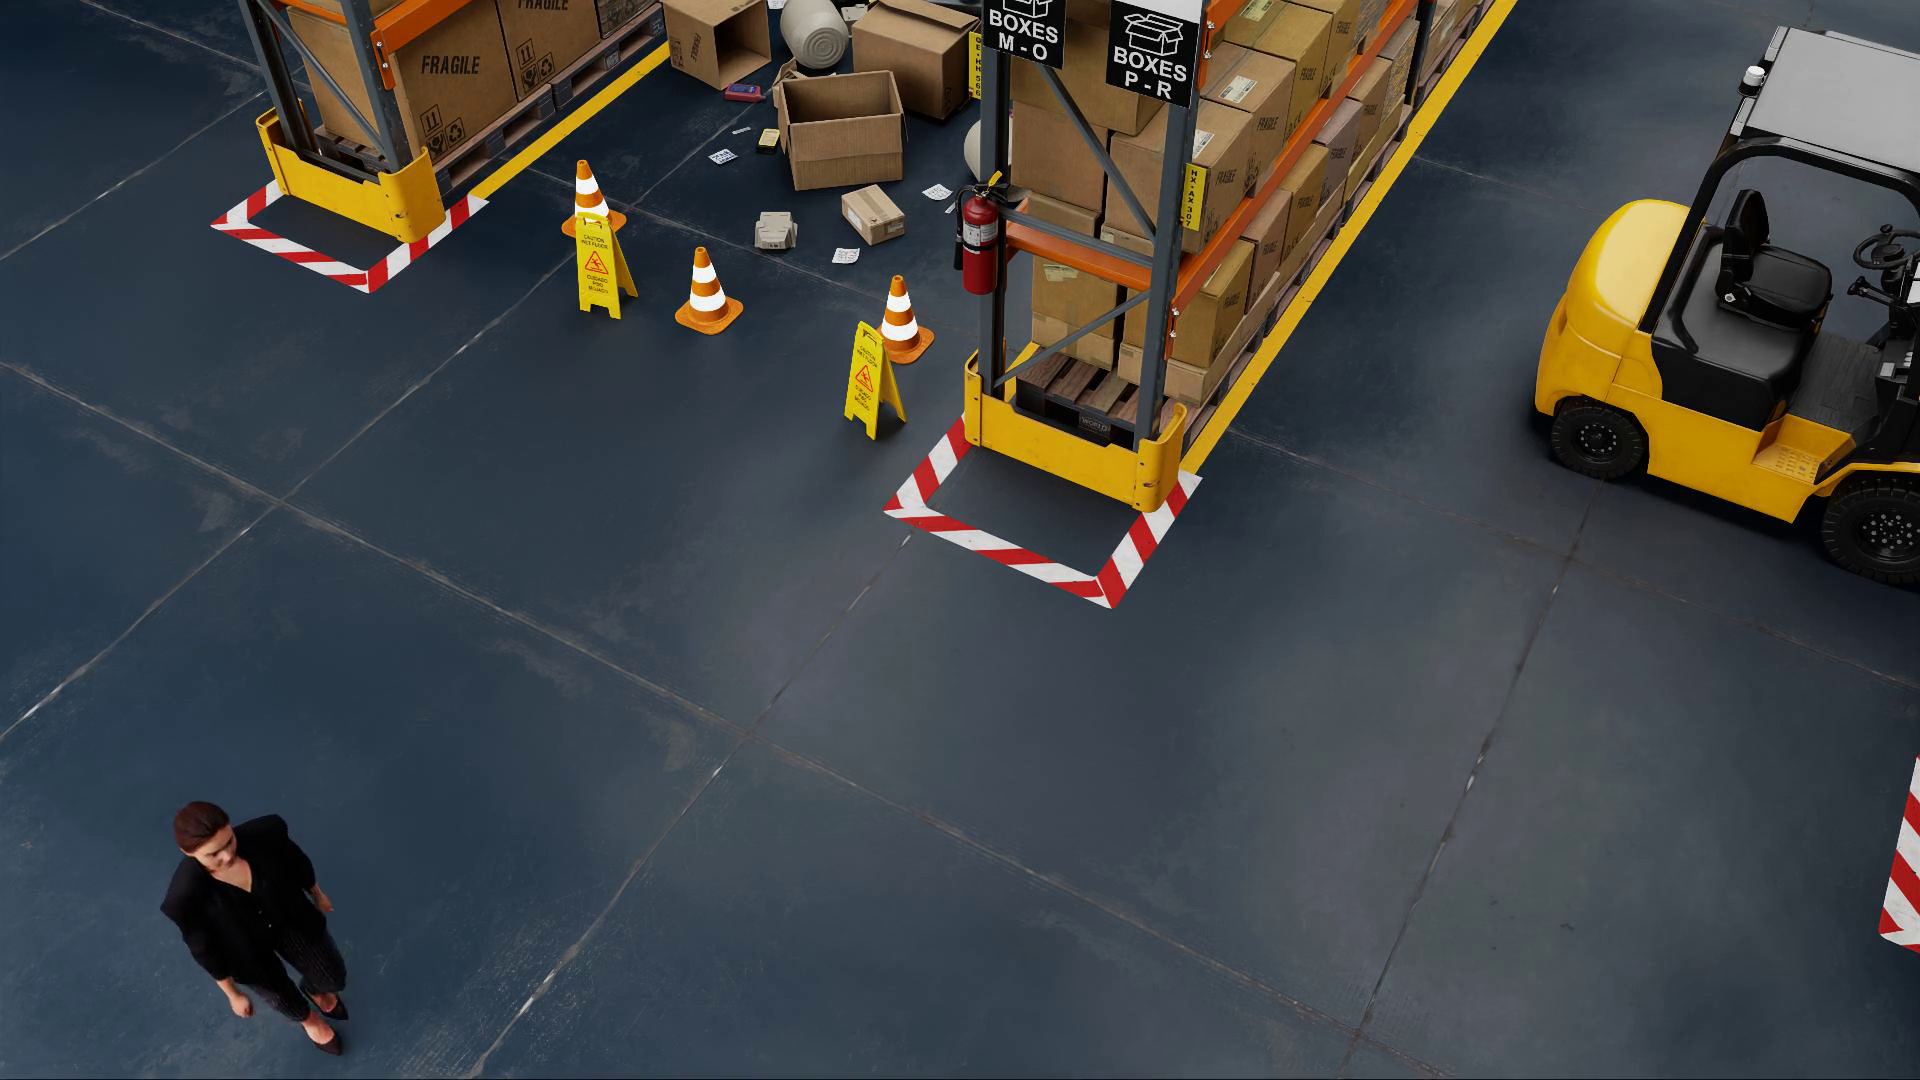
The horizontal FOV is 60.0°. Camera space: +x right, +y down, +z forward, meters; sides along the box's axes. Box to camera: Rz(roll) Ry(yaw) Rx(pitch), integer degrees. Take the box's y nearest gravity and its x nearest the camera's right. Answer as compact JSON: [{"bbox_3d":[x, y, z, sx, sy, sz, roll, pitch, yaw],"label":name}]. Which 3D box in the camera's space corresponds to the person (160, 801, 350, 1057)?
[{"bbox_3d":[-2.606,1.406,6.111,0.765,1.704,0.627,34,56,27],"label":"person"}]
